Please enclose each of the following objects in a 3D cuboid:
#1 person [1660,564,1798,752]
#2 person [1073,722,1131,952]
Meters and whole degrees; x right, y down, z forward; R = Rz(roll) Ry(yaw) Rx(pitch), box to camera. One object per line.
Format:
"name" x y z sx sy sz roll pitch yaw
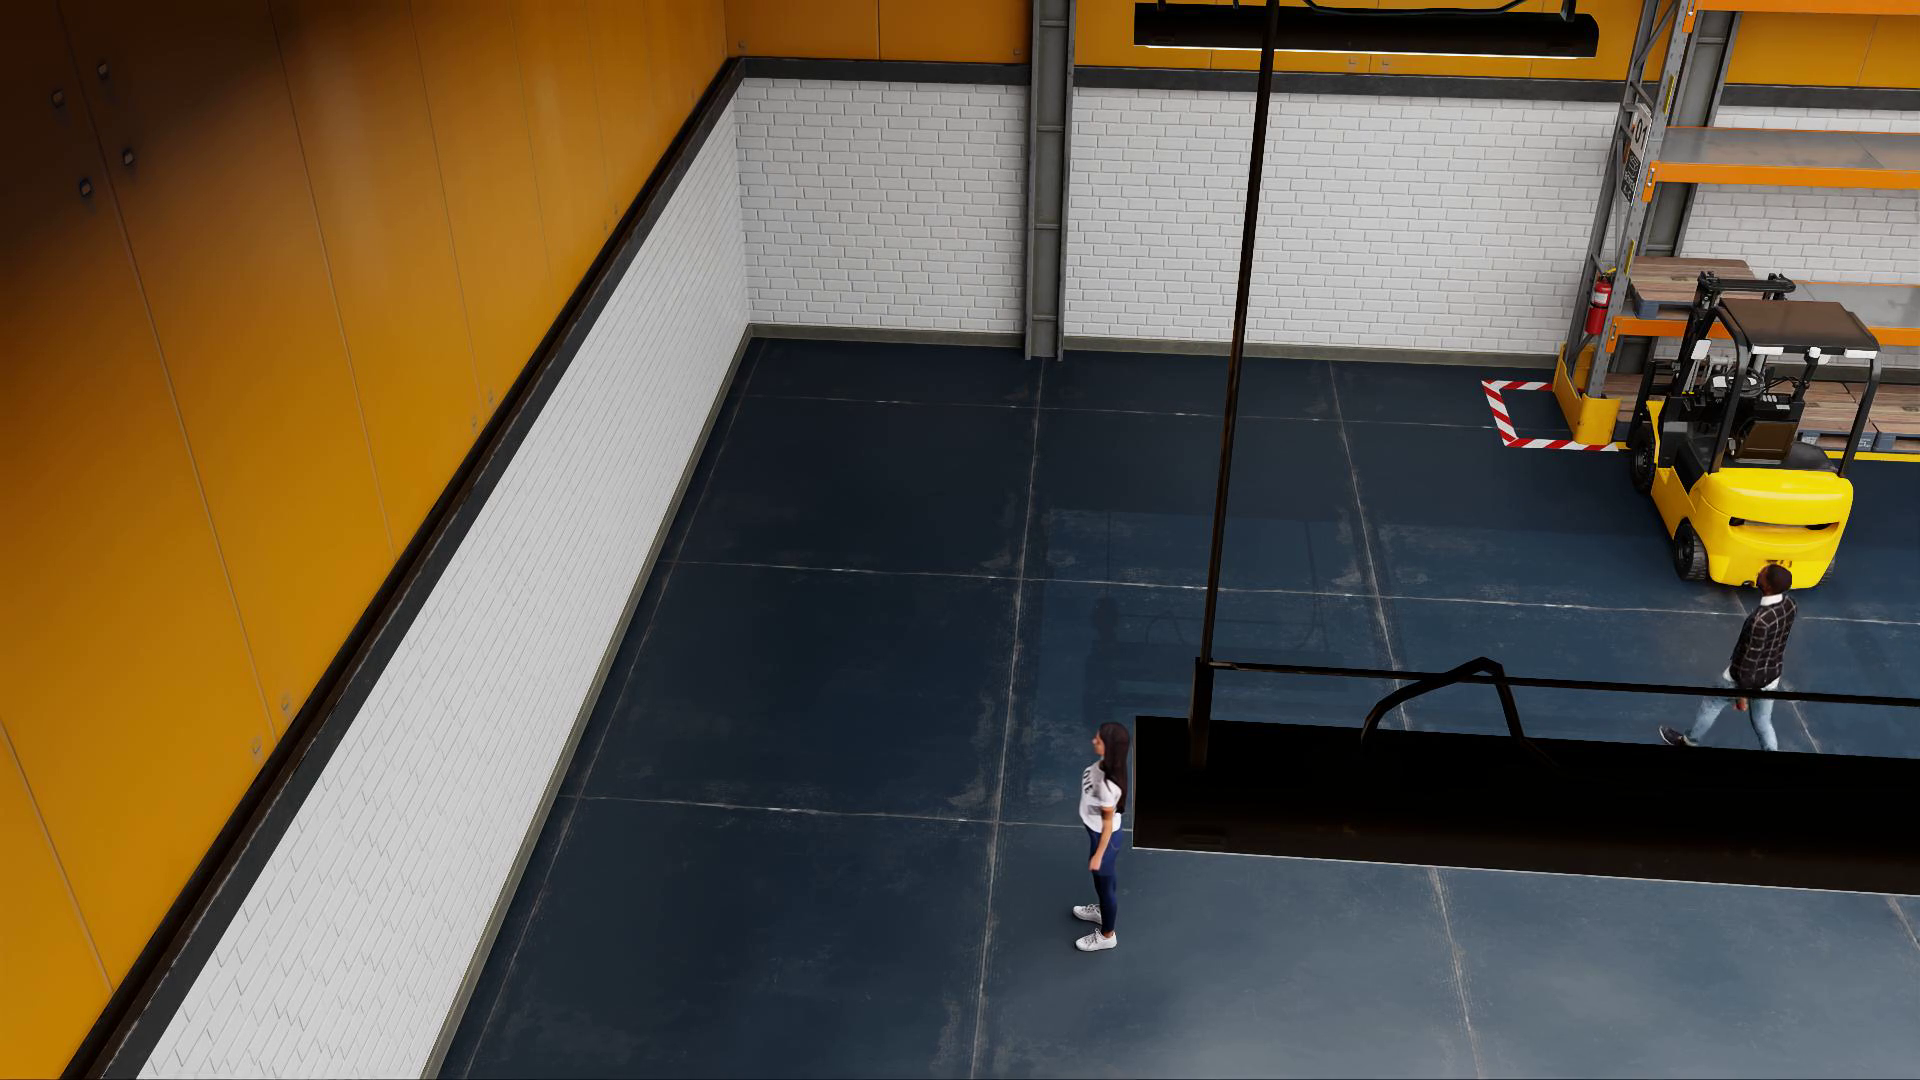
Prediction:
"person" 5.586 1.008 11.548 1.219 1.778 1.174 -18 38 -25
"person" 0.904 1.827 10.320 0.499 1.774 0.583 3 34 5
